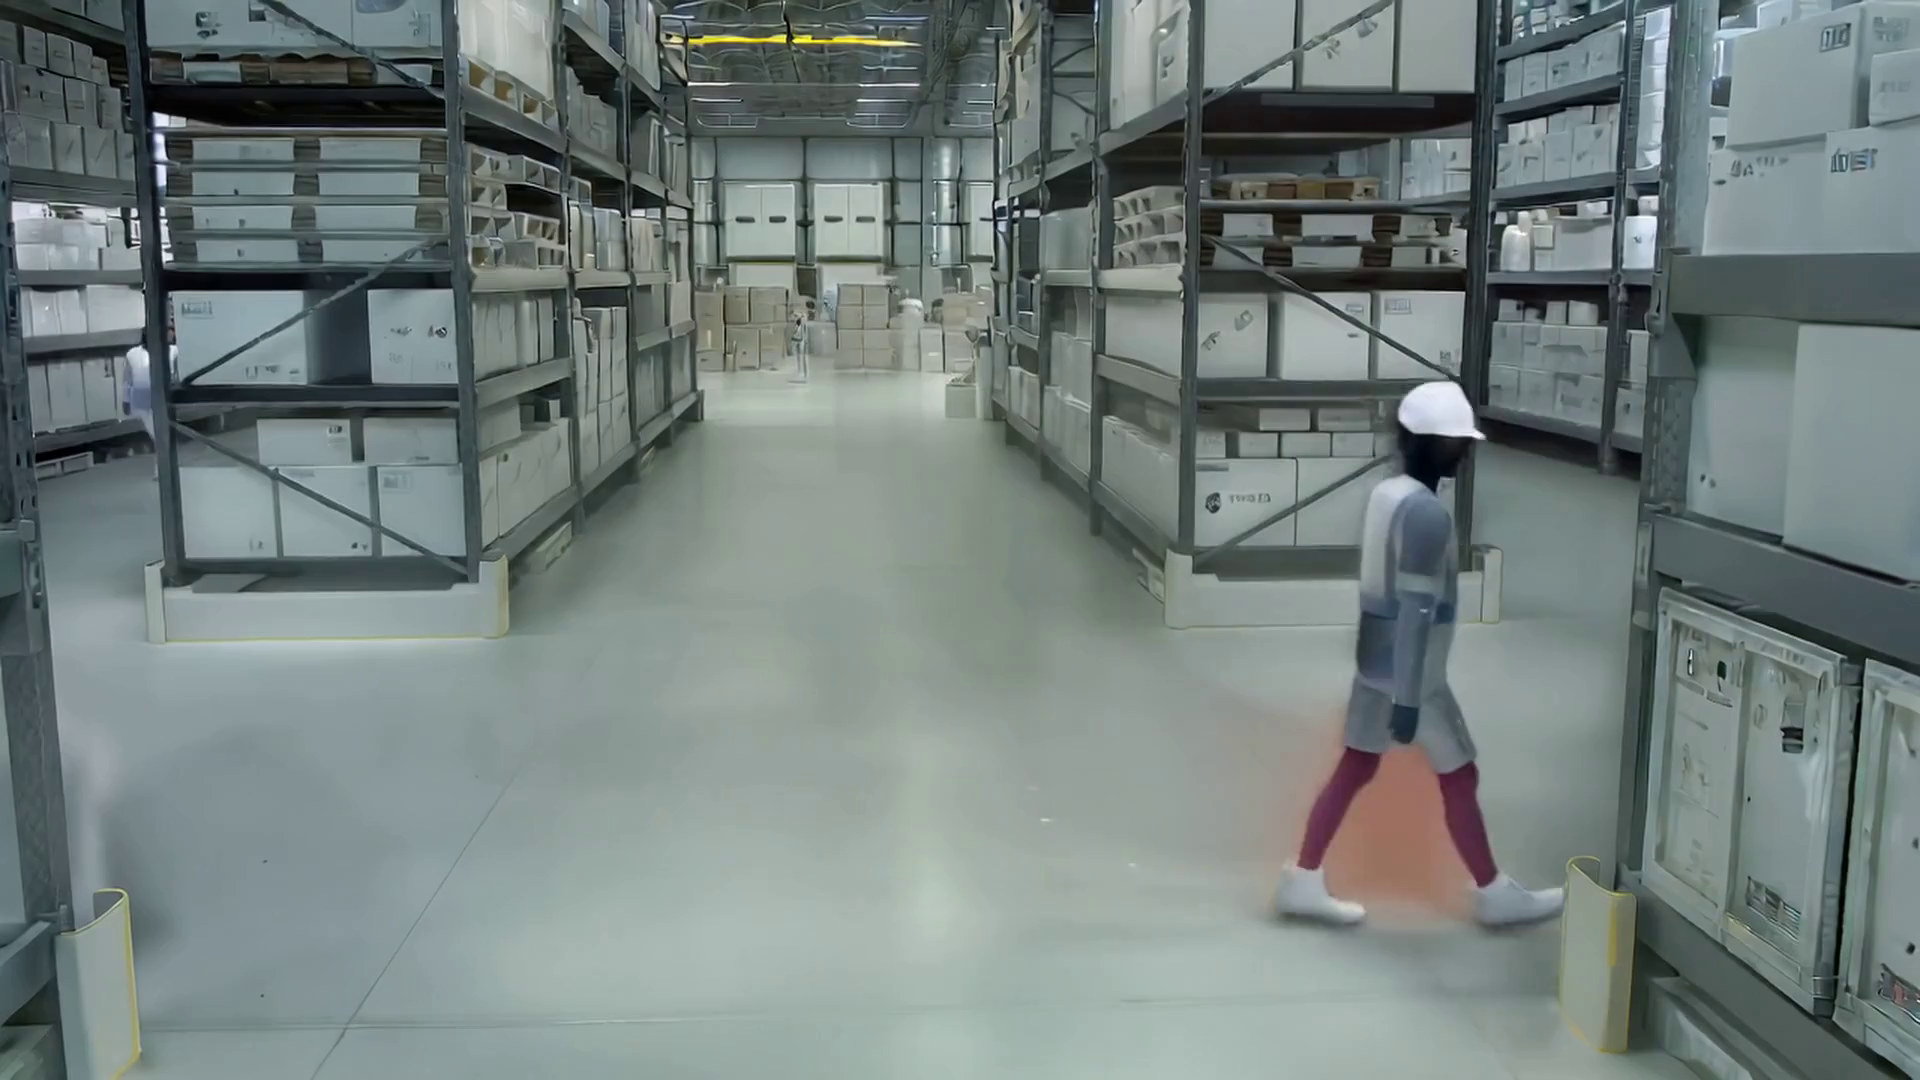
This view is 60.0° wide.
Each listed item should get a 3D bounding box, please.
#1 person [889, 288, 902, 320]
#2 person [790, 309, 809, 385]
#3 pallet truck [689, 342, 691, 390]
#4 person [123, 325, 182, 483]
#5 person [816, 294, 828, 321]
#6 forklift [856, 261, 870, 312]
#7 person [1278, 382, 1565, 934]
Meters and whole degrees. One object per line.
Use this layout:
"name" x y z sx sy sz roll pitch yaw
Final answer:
"person" -2.303 -7.804 57.841 0.636 1.928 0.390 3 10 19
"person" -3.458 -4.173 35.914 0.513 1.642 0.313 9 13 44
"pallet truck" -5.225 -3.008 27.480 1.885 1.965 0.823 2 9 14
"person" -9.284 -1.591 19.220 0.615 1.814 0.923 -1 9 -4
"person" -5.113 -8.471 62.838 0.812 1.661 0.530 2 9 14
"forklift" -3.172 -7.833 55.014 1.873 2.768 1.129 -1 9 -8
"person" 1.631 0.435 5.902 1.040 1.986 0.629 0 9 -3
